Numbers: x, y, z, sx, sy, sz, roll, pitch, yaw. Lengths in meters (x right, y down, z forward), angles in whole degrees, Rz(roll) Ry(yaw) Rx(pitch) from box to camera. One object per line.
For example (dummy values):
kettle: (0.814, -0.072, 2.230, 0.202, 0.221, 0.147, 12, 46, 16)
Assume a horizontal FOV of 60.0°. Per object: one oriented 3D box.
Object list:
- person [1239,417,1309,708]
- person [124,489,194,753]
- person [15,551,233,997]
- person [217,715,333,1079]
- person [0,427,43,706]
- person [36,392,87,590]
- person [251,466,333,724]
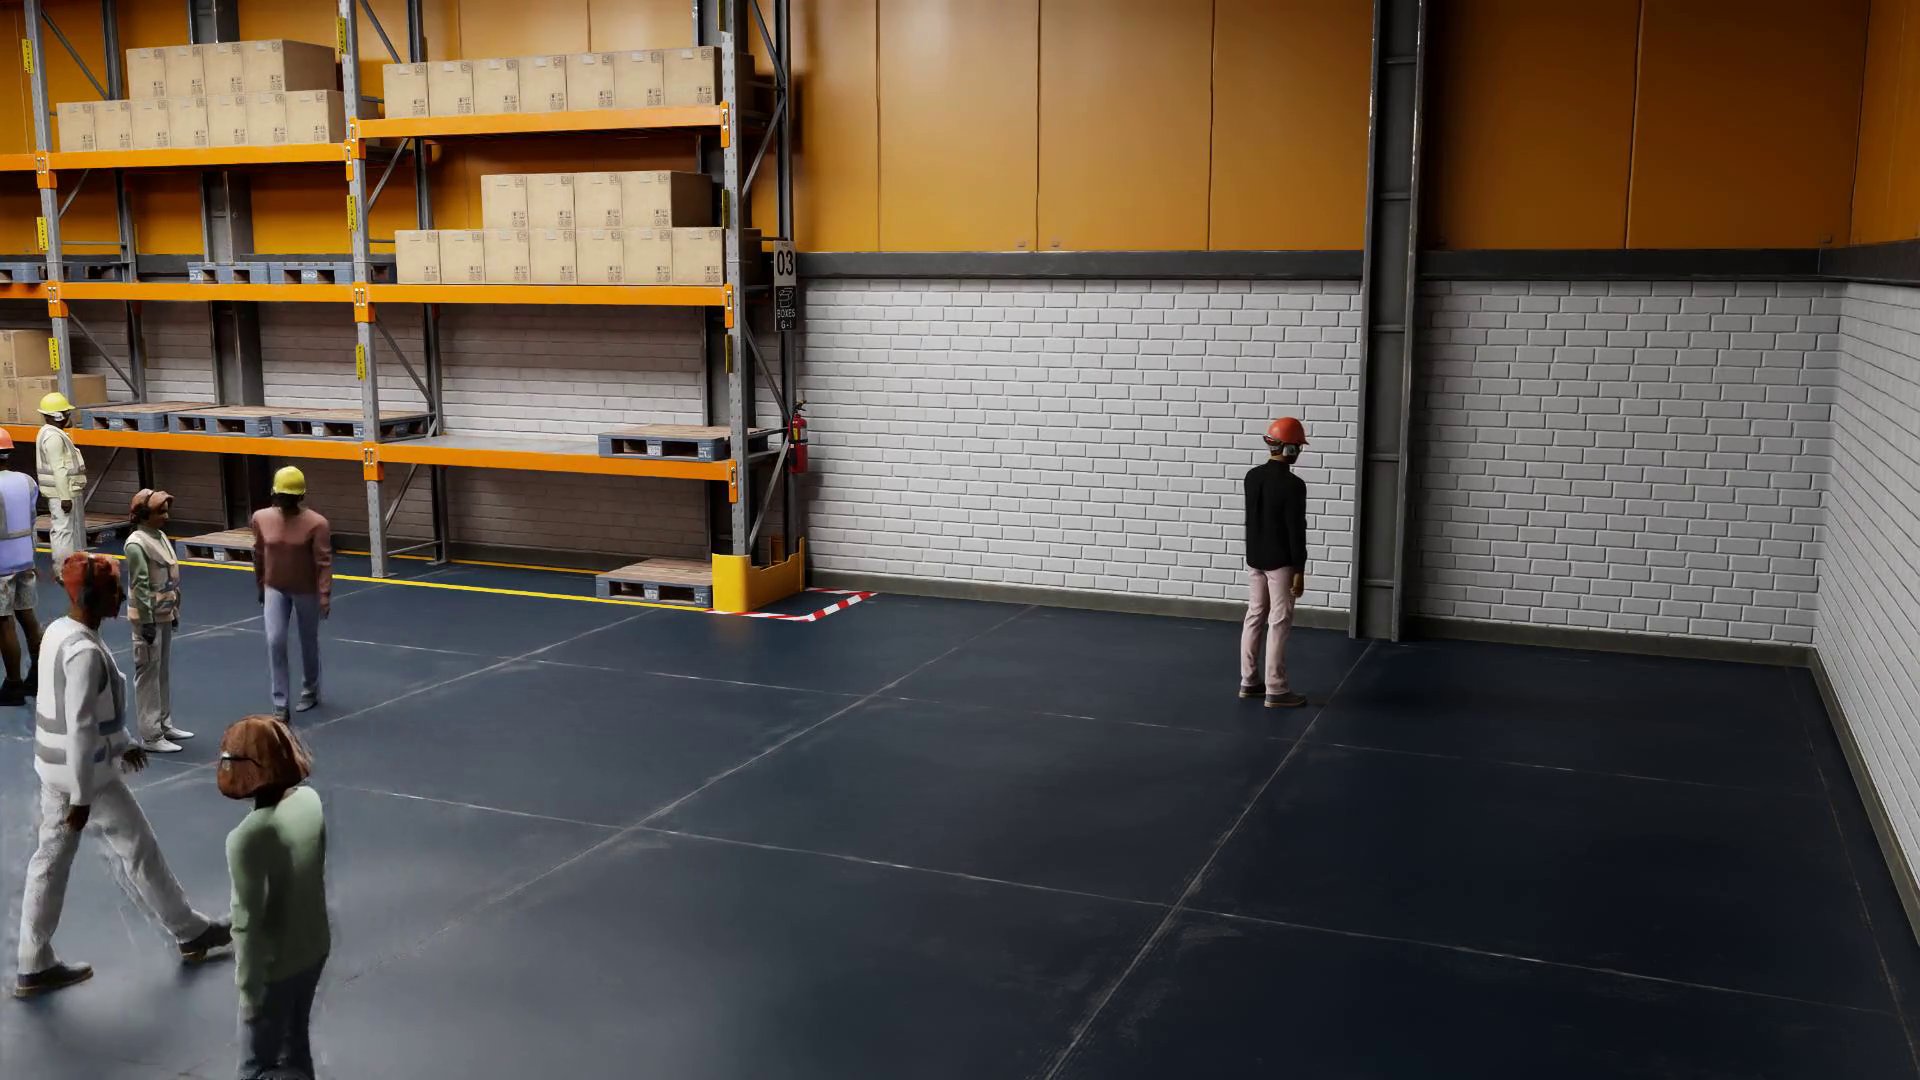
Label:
person: (2.177, 0.148, 11.404, 0.399, 1.989, 0.616, -5, 11, -28)
person: (-5.013, 0.495, 10.356, 0.310, 1.640, 0.514, -2, 10, -10)
person: (-3.554, 0.950, 6.998, 0.974, 1.836, 0.596, -9, 13, -43)
person: (-2.090, 1.347, 5.276, 0.517, 1.620, 0.503, 1, 9, 8)
person: (-6.563, 0.172, 11.412, 0.357, 1.937, 0.550, 1, 9, 8)
person: (-8.370, -0.457, 15.526, 0.404, 1.836, 0.599, -6, 11, -34)
person: (-4.407, 0.351, 10.997, 0.538, 1.701, 0.791, -1, 9, -6)
